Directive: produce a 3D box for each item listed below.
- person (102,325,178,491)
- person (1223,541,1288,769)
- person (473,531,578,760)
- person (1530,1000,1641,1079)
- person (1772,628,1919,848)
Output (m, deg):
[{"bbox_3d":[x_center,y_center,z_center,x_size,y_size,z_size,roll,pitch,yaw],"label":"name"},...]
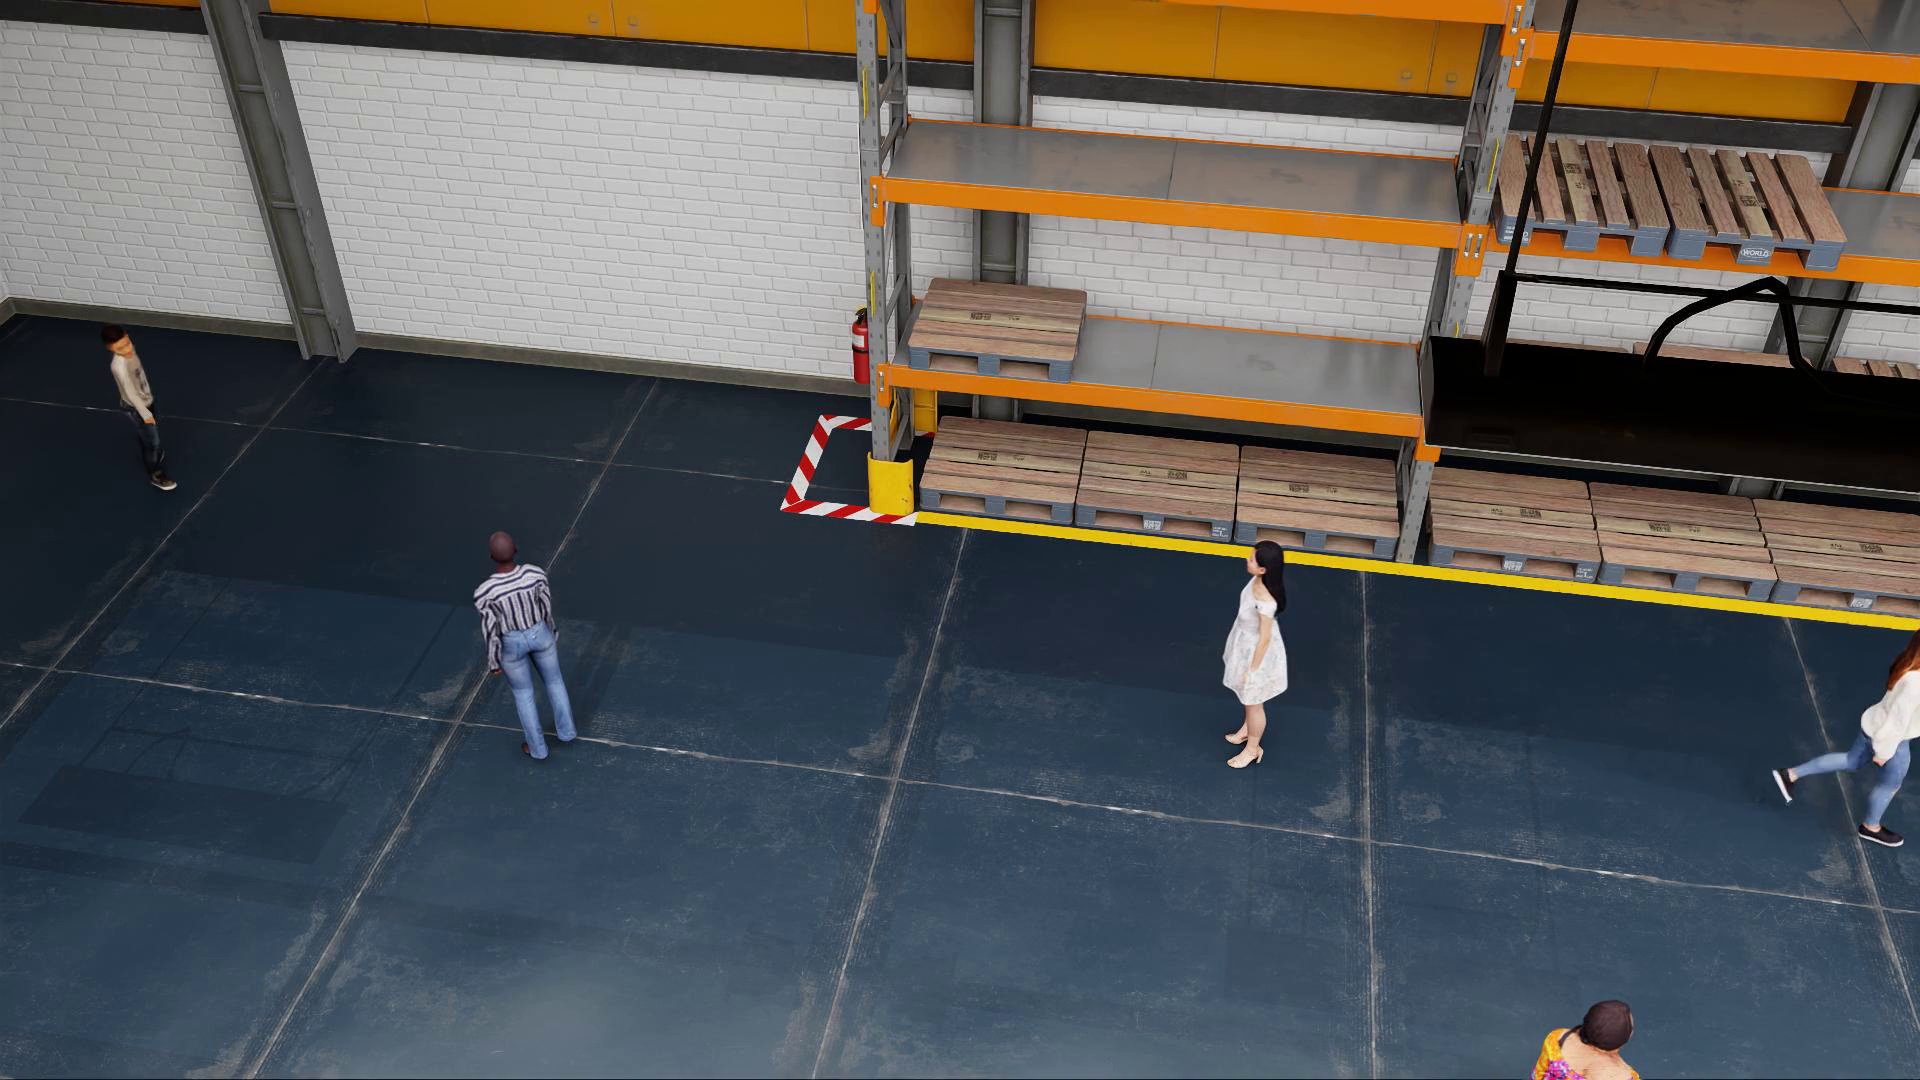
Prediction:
[{"bbox_3d":[-6.391,-1.080,12.873,0.705,1.446,0.775,-19,42,-22],"label":"person"},{"bbox_3d":[1.831,0.716,10.362,0.618,1.774,0.634,5,39,7],"label":"person"},{"bbox_3d":[-2.712,0.672,10.400,0.693,1.795,0.753,-23,44,-26],"label":"person"},{"bbox_3d":[2.866,2.792,7.867,1.199,1.644,1.163,-25,45,-28],"label":"person"},{"bbox_3d":[5.451,1.130,9.928,1.108,1.669,0.789,16,41,19],"label":"person"}]
